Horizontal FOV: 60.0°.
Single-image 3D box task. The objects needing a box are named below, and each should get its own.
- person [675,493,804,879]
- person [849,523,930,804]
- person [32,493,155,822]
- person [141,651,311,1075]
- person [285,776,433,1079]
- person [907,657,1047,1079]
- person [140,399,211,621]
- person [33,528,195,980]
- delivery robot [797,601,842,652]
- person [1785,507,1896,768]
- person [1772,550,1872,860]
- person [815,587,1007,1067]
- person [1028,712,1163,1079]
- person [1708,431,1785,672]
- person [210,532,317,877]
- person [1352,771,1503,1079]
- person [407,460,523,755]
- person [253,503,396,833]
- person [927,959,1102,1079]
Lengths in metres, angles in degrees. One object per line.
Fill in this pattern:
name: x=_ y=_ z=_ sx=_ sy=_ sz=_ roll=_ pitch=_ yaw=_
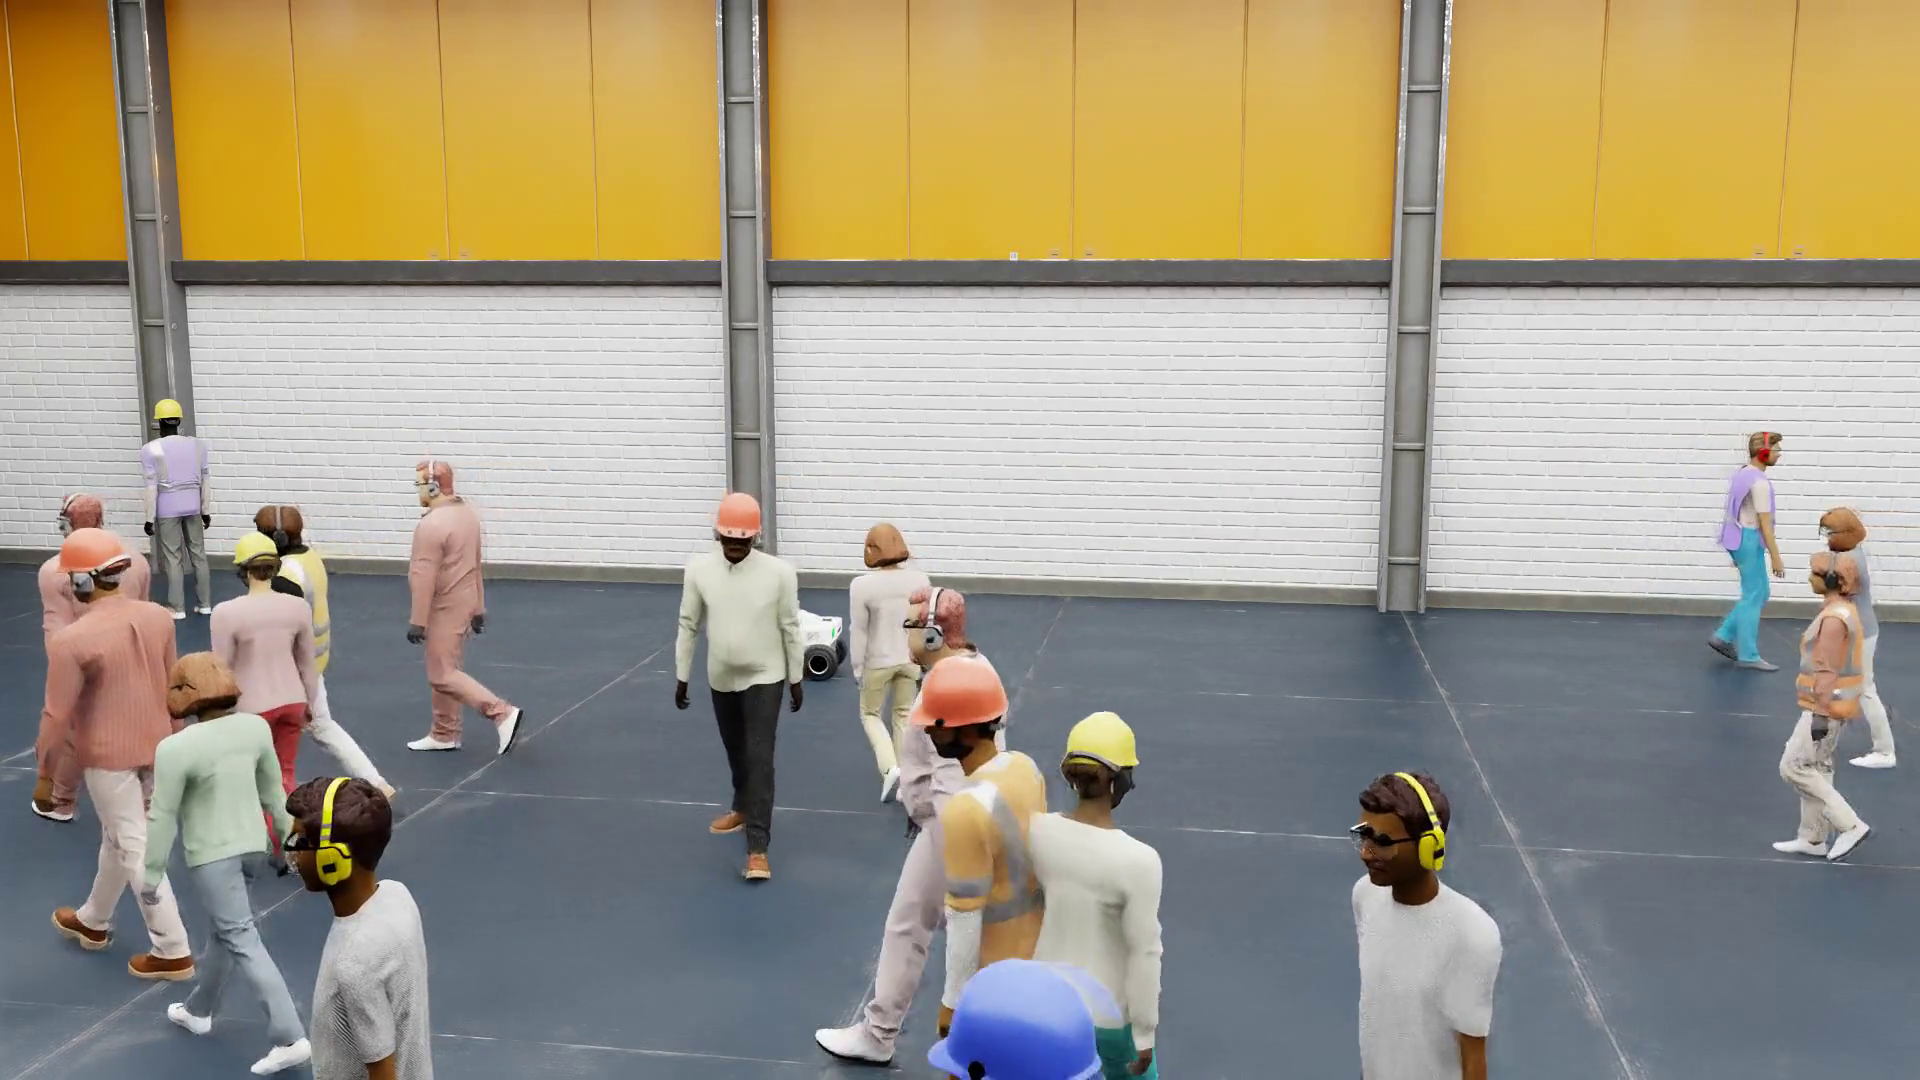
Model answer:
person: x=-1.141 y=0.695 z=8.579 sx=0.665 sy=1.939 sz=0.937 roll=2 pitch=9 yaw=13
person: x=-0.373 y=0.715 z=9.391 sx=0.504 sy=1.620 sz=0.453 roll=-3 pitch=10 yaw=-20
person: x=-4.662 y=0.664 z=8.993 sx=1.019 sy=1.853 sz=0.655 roll=5 pitch=11 yaw=29
person: x=-2.812 y=1.217 z=6.386 sx=0.876 sy=1.583 sz=0.542 roll=4 pitch=10 yaw=24
person: x=-1.419 y=1.467 z=3.984 sx=0.313 sy=1.866 sz=0.538 roll=-2 pitch=9 yaw=-13
person: x=0.165 y=1.280 z=5.118 sx=0.928 sy=1.892 sz=0.548 roll=2 pitch=9 yaw=13
person: x=-6.817 y=-0.262 z=14.465 sx=0.383 sy=1.924 sz=0.594 roll=7 pitch=11 yaw=36
person: x=-3.701 y=0.912 z=7.157 sx=0.917 sy=1.942 sz=0.627 roll=3 pitch=10 yaw=16
delivery robot: x=-1.253 y=0.697 z=12.481 sx=0.707 sy=0.478 sz=0.477 roll=1 pitch=9 yaw=5
person: x=5.415 y=0.593 z=10.173 sx=0.714 sy=1.598 sz=0.515 roll=5 pitch=10 yaw=27
person: x=4.410 y=0.858 z=8.481 sx=0.397 sy=1.626 sz=0.539 roll=5 pitch=11 yaw=29
person: x=-0.123 y=1.097 z=6.282 sx=0.946 sy=1.864 sz=0.652 roll=3 pitch=10 yaw=19
person: x=0.390 y=1.374 z=4.954 sx=0.524 sy=1.742 sz=0.381 roll=7 pitch=12 yaw=38
person: x=6.001 y=0.086 z=12.595 sx=0.457 sy=1.833 sz=0.594 roll=3 pitch=10 yaw=16
person: x=-3.408 y=0.839 z=8.248 sx=0.596 sy=1.735 sz=0.553 roll=7 pitch=12 yaw=38
person: x=1.128 y=1.469 z=4.159 sx=0.985 sy=1.810 sz=0.544 roll=-6 pitch=11 yaw=-32
person: x=-3.114 y=0.433 z=10.318 sx=0.727 sy=1.881 sz=0.645 roll=0 pitch=9 yaw=3
person: x=-3.561 y=0.690 z=8.985 sx=0.891 sy=1.815 sz=0.622 roll=-1 pitch=9 yaw=-5
person: x=0.043 y=1.628 z=2.827 sx=0.900 sy=1.906 sz=0.617 roll=6 pitch=11 yaw=31
